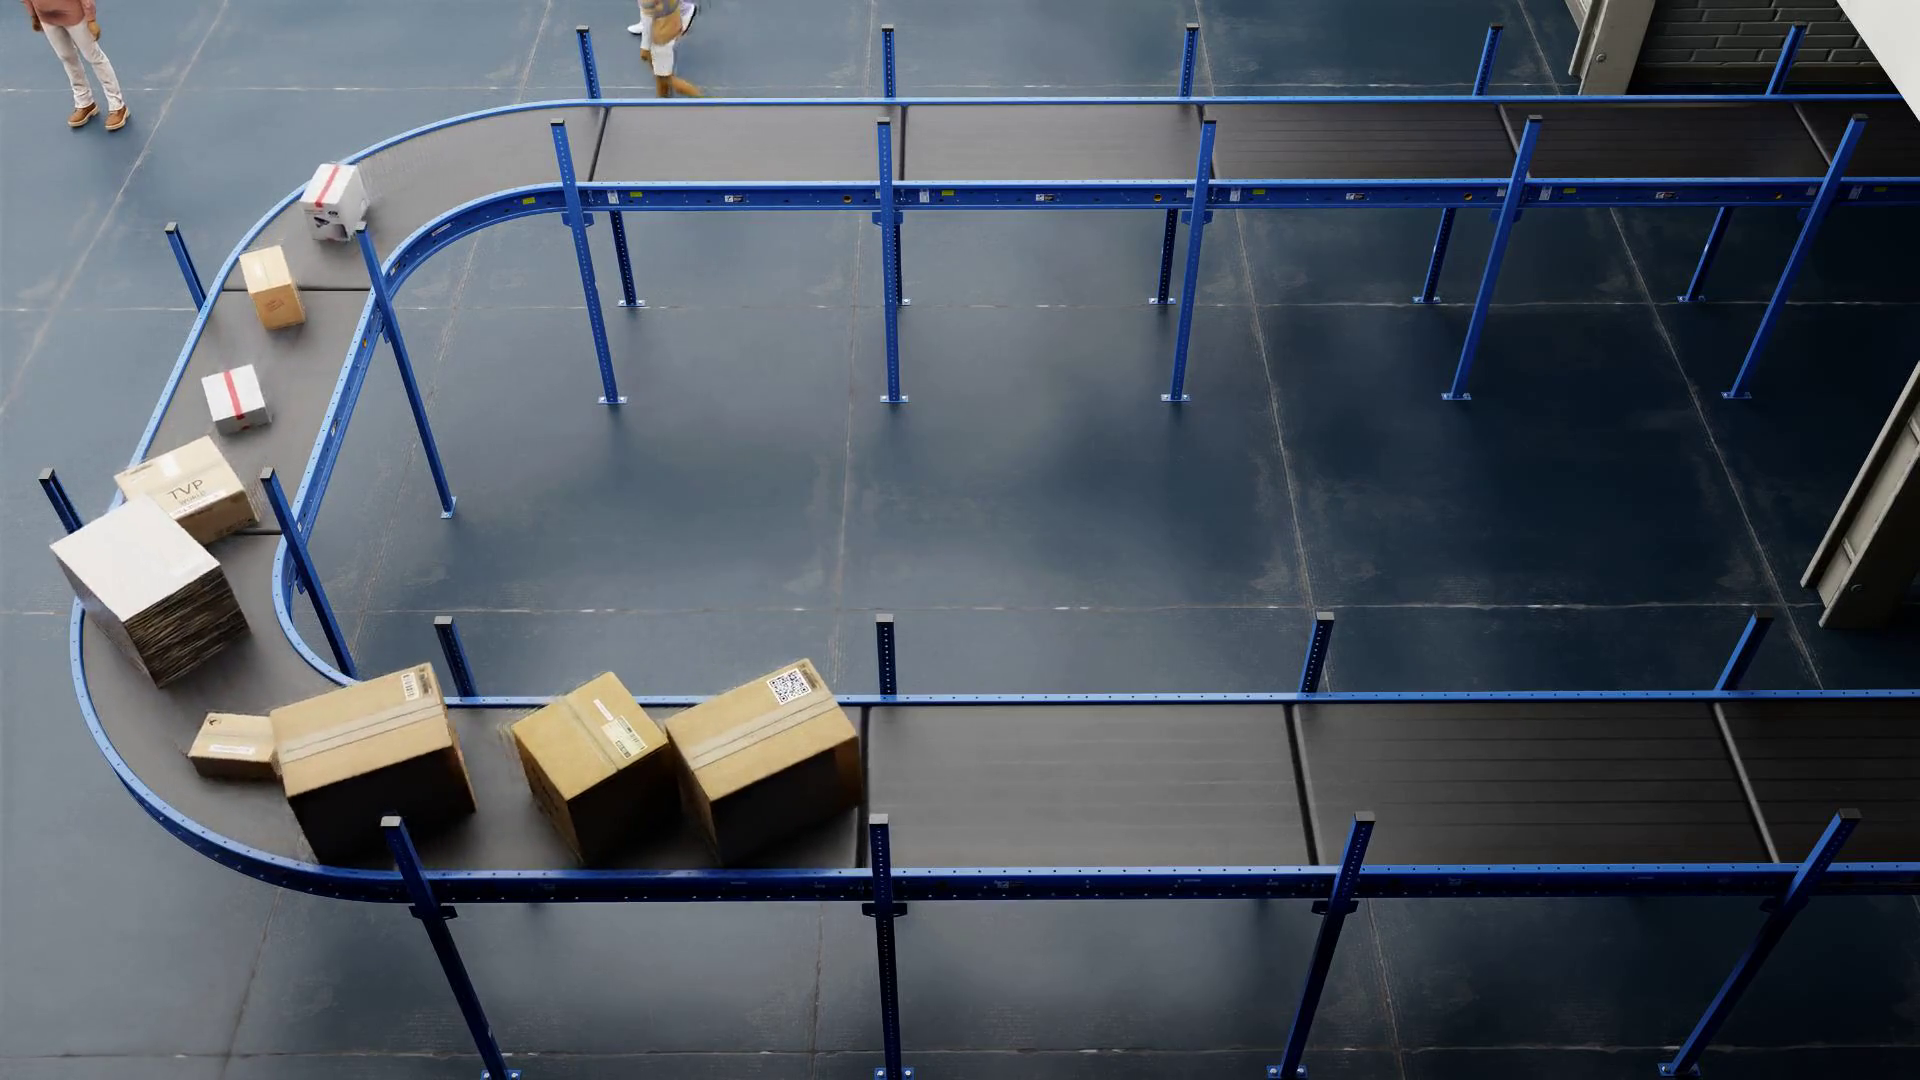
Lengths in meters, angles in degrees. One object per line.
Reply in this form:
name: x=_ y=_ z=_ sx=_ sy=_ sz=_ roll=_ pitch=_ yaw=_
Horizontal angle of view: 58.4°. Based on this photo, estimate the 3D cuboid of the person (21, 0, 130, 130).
person: x=-7.264 y=-4.242 z=13.878 sx=0.612 sy=1.990 sz=0.392 roll=9 pitch=48 yaw=8

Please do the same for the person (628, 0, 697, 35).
person: x=-2.689 y=-5.213 z=14.852 sx=0.551 sy=1.887 sz=0.662 roll=-5 pitch=47 yaw=-5

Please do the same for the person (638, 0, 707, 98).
person: x=-2.321 y=-4.136 z=13.835 sx=0.776 sy=1.913 sz=0.544 roll=4 pitch=47 yaw=4
